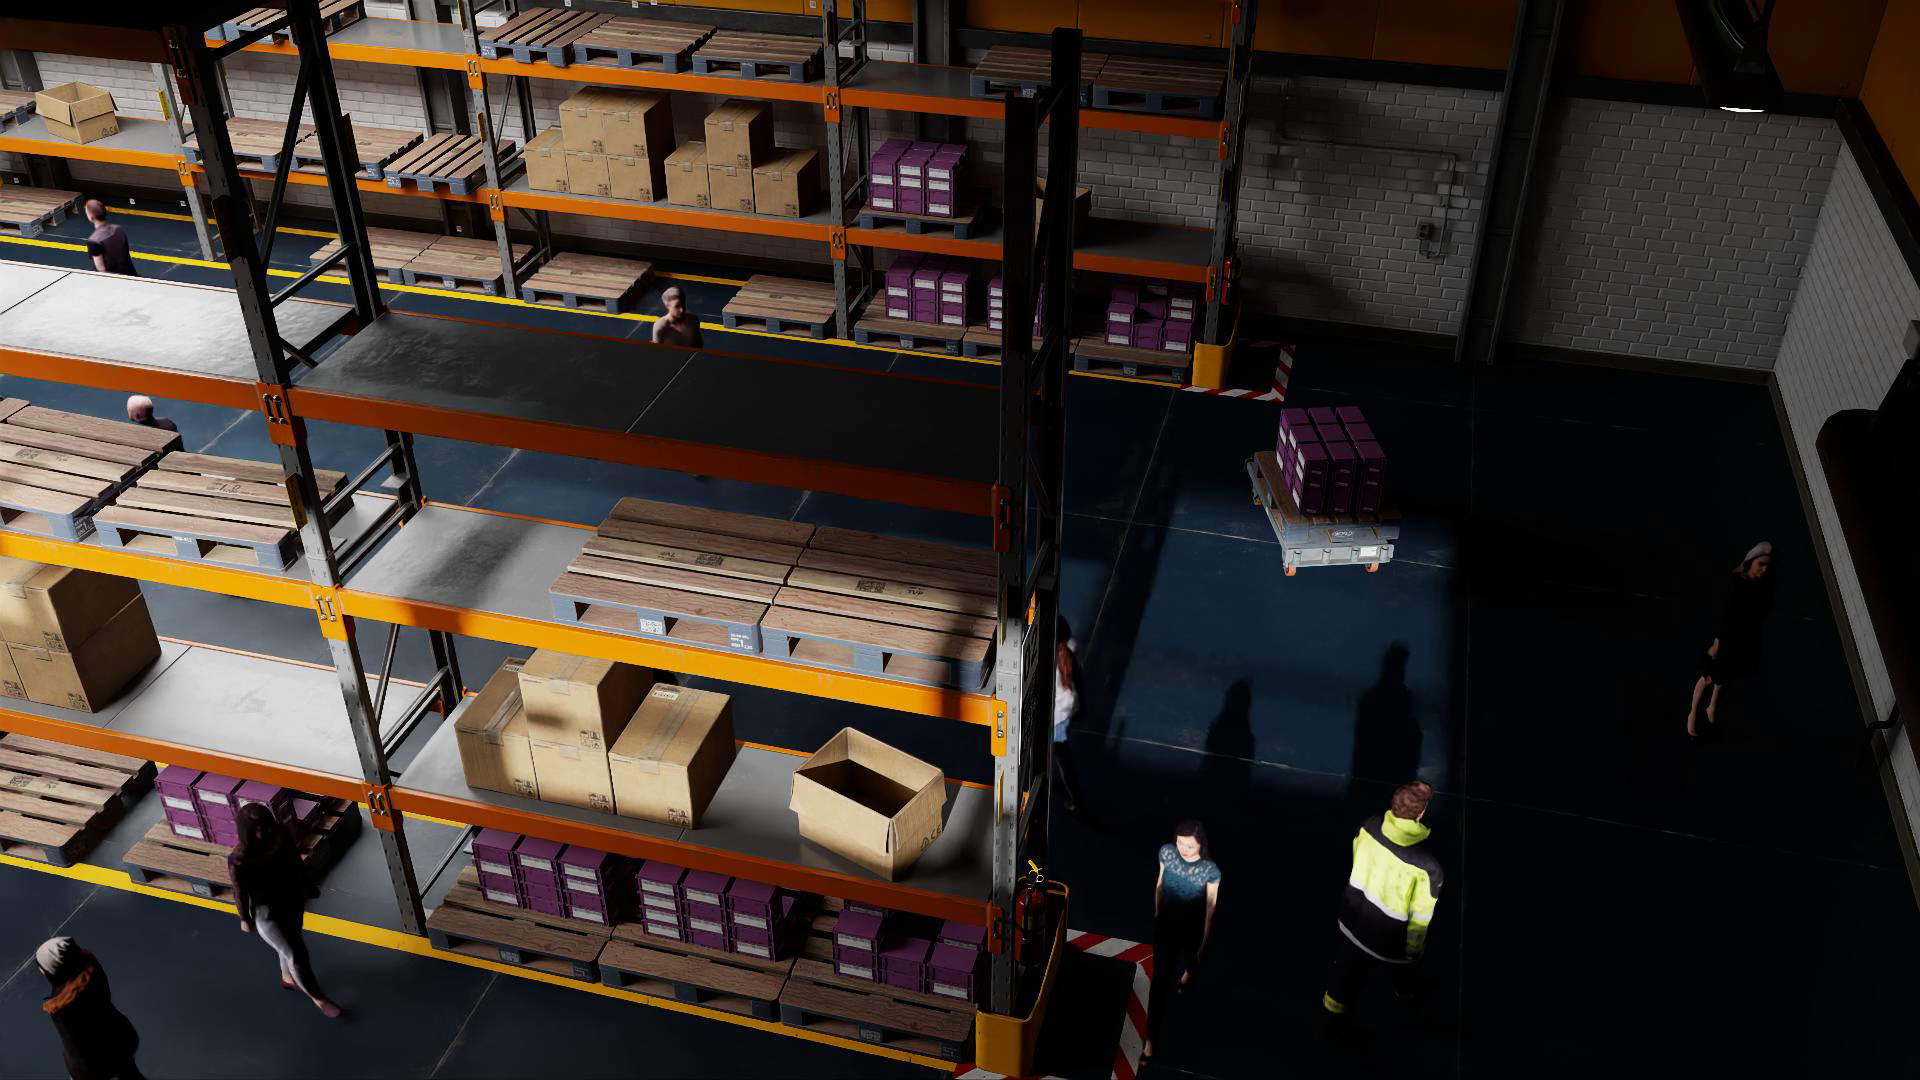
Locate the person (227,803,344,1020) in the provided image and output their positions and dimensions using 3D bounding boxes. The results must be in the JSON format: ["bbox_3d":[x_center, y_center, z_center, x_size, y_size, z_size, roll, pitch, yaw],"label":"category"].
[{"bbox_3d":[-4.213,2.219,10.148,0.805,1.589,0.660,13,36,19],"label":"person"}]

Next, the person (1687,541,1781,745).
[{"bbox_3d":[5.695,0.748,12.217,0.665,1.746,0.758,-9,35,-14],"label":"person"}]

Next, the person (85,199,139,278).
[{"bbox_3d":[-8.638,-2.636,17.246,0.856,1.817,0.679,10,35,14],"label":"person"}]

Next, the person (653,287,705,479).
[{"bbox_3d":[-2.657,-1.540,15.568,1.070,1.848,1.171,-21,39,-28],"label":"person"}]

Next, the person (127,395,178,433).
[{"bbox_3d":[-6.494,-0.362,13.837,1.228,1.802,0.785,4,34,6],"label":"person"}]

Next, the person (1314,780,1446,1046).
[{"bbox_3d":[2.443,2.240,9.795,1.232,1.944,1.236,-24,41,-32],"label":"person"}]

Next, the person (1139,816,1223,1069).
[{"bbox_3d":[1.376,2.273,9.975,1.089,1.689,0.809,17,37,23],"label":"person"}]

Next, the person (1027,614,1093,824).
[{"bbox_3d":[0.740,1.259,11.500,0.950,1.689,1.140,-27,42,-34],"label":"person"}]

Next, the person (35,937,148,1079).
[{"bbox_3d":[-4.714,2.800,9.245,0.768,1.620,0.700,2,34,4],"label":"person"}]
